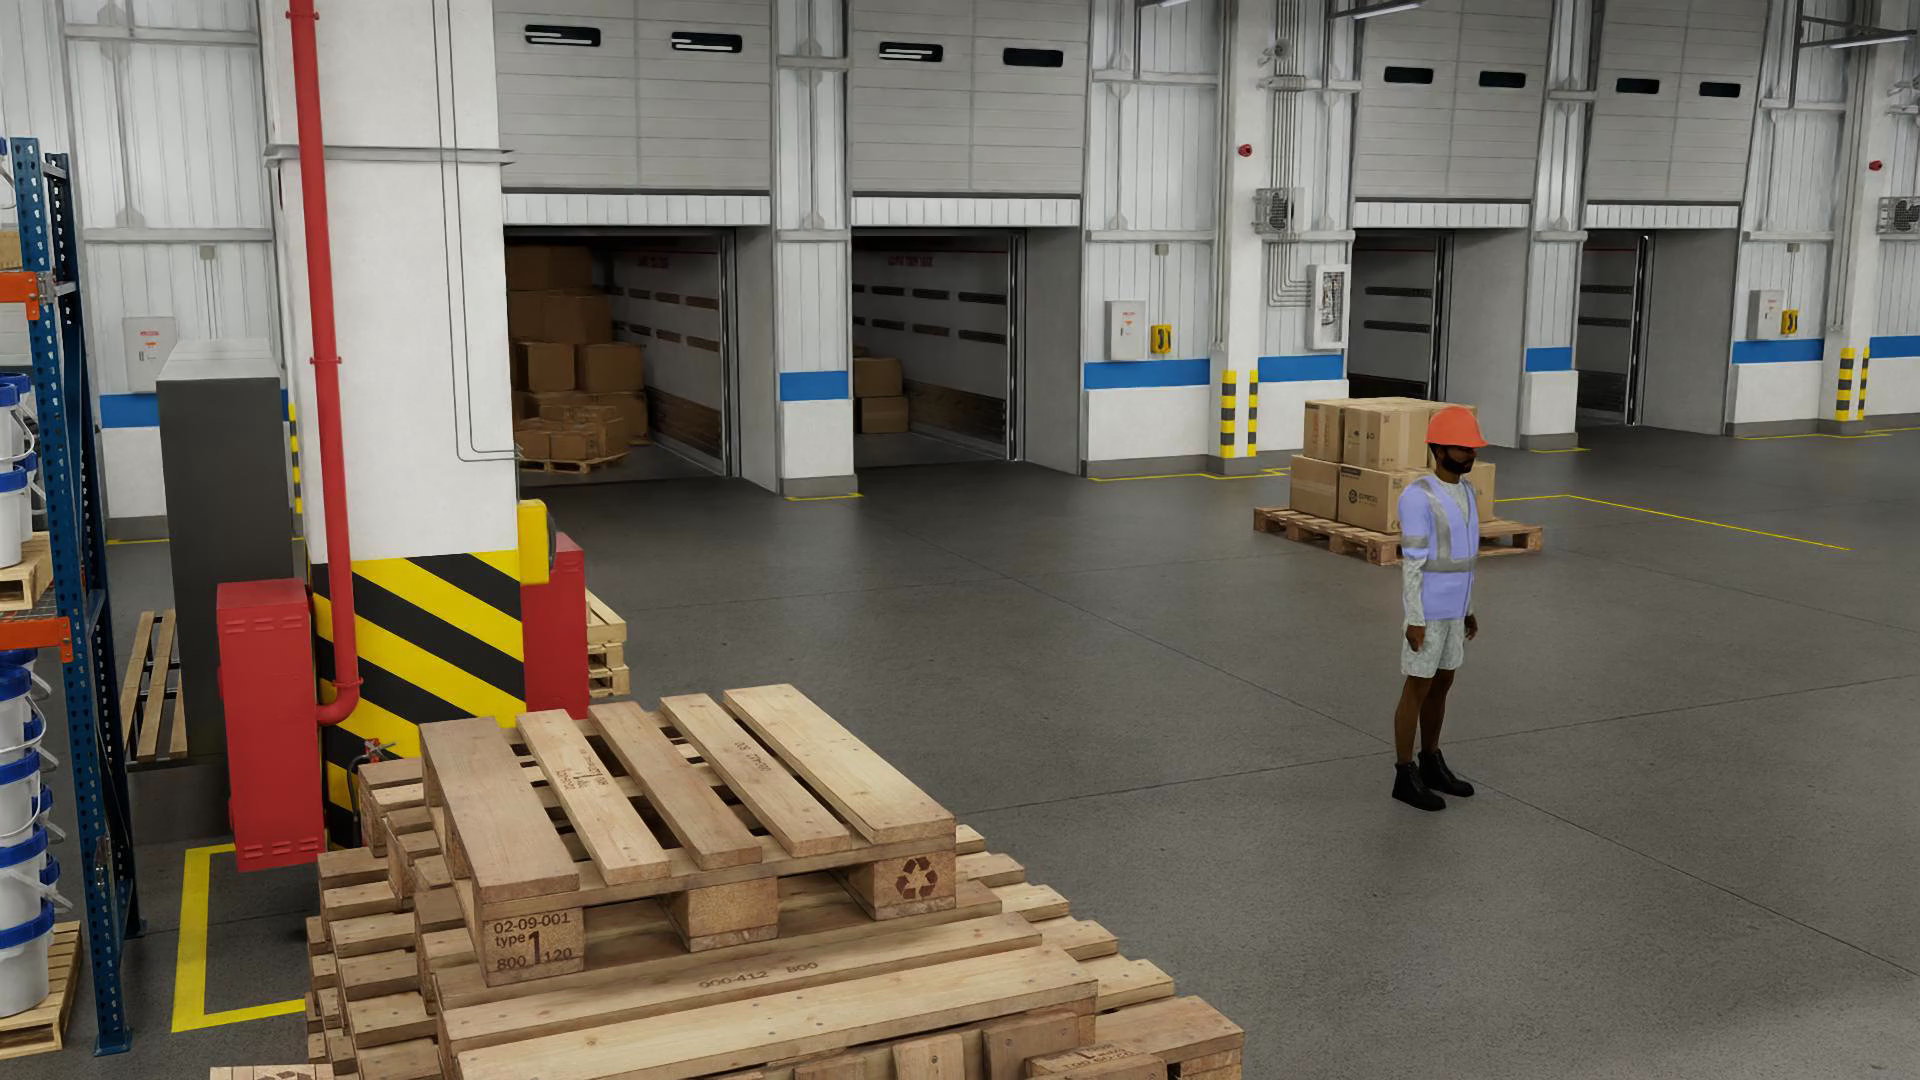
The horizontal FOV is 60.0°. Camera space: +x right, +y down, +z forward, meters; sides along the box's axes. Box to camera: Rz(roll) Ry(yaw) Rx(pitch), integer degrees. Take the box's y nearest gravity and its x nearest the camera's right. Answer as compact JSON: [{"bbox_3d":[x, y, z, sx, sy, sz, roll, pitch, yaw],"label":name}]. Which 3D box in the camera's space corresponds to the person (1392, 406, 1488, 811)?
[{"bbox_3d":[2.327,0.320,8.017,0.543,1.939,0.361,-10,14,-43],"label":"person"}]
